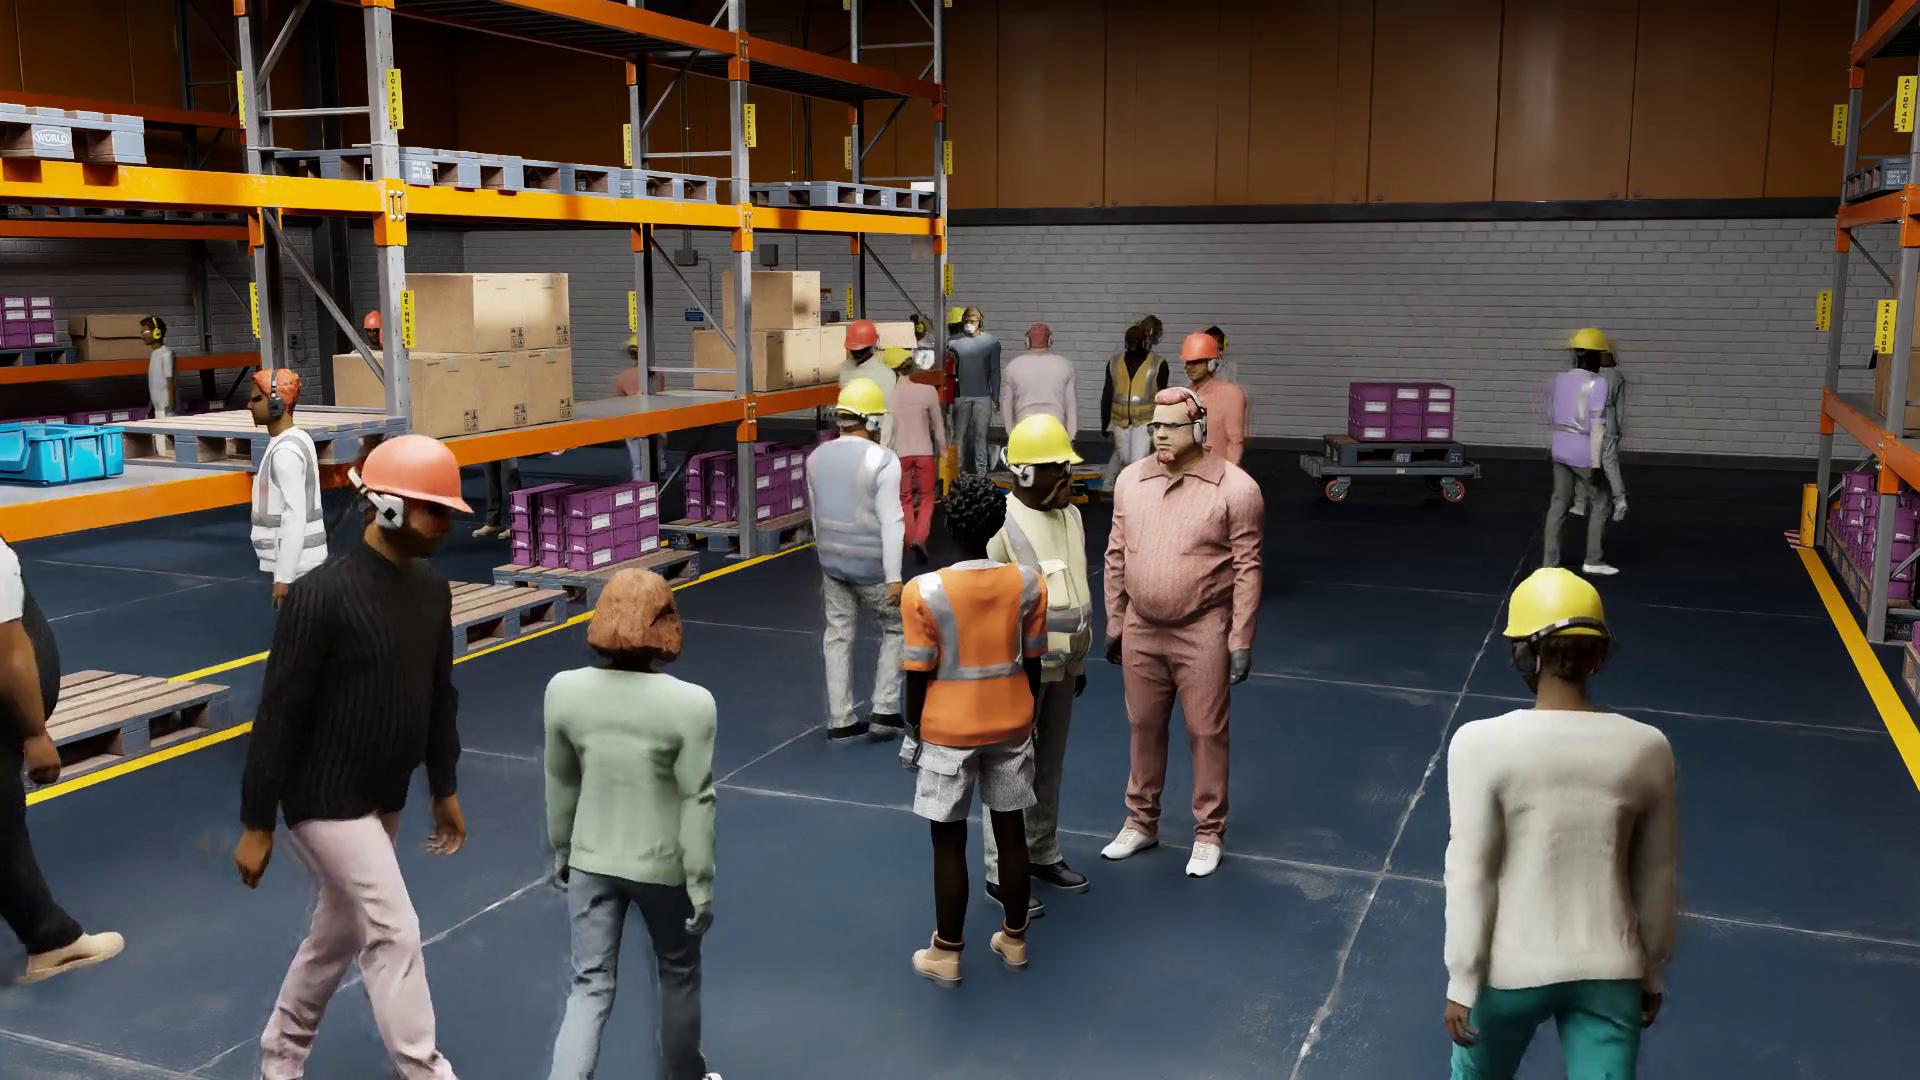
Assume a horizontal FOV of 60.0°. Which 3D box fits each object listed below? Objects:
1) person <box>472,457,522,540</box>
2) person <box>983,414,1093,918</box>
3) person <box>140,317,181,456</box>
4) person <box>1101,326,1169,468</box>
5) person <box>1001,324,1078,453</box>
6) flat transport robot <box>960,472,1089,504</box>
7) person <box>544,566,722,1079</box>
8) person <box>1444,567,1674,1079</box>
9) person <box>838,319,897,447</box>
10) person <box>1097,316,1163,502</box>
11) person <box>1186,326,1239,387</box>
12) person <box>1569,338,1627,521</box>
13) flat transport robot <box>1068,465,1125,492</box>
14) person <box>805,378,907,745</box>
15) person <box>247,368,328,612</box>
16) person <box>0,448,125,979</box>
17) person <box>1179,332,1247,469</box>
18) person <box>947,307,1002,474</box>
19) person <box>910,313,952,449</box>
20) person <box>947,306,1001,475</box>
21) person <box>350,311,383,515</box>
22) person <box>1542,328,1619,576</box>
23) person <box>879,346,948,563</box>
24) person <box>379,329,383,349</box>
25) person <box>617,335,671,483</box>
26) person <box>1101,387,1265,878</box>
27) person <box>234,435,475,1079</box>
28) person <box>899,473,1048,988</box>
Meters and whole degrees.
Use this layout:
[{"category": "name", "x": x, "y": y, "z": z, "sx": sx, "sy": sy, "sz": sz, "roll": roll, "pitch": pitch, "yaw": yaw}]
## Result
[{"category": "person", "x": -4.010, "y": -0.918, "z": 14.411, "sx": 0.506, "sy": 1.841, "sz": 0.346, "roll": 5, "pitch": 11, "yaw": 28}, {"category": "person", "x": 0.282, "y": 0.451, "z": 6.138, "sx": 0.404, "sy": 1.830, "sz": 0.602, "roll": 7, "pitch": 12, "yaw": 38}, {"category": "person", "x": -7.985, "y": -1.290, "z": 16.619, "sx": 0.361, "sy": 1.859, "sz": 0.543, "roll": -8, "pitch": 12, "yaw": -40}, {"category": "person", "x": 1.687, "y": -1.162, "z": 16.001, "sx": 0.635, "sy": 1.809, "sz": 0.907, "roll": 4, "pitch": 10, "yaw": 23}, {"category": "person", "x": 0.673, "y": -0.915, "z": 14.342, "sx": 0.639, "sy": 1.866, "sz": 0.889, "roll": -1, "pitch": 9, "yaw": -5}, {"category": "flat transport robot", "x": 0.617, "y": -0.525, "z": 16.773, "sx": 0.652, "sy": 0.197, "sz": 1.431, "roll": -6, "pitch": 11, "yaw": -31}, {"category": "person", "x": -0.882, "y": 0.873, "z": 4.327, "sx": 0.508, "sy": 1.604, "sz": 0.811, "roll": 2, "pitch": 10, "yaw": 12}, {"category": "person", "x": 1.294, "y": 0.922, "z": 3.668, "sx": 0.543, "sy": 1.697, "sz": 0.862, "roll": 0, "pitch": 9, "yaw": -3}, {"category": "person", "x": -0.786, "y": -0.768, "z": 13.170, "sx": 0.696, "sy": 1.945, "sz": 0.595, "roll": 8, "pitch": 12, "yaw": 41}, {"category": "person", "x": 1.829, "y": -1.276, "z": 16.499, "sx": 0.955, "sy": 1.876, "sz": 0.676, "roll": 1, "pitch": 9, "yaw": 4}, {"category": "person", "x": 2.326, "y": -1.084, "z": 15.503, "sx": 0.536, "sy": 1.825, "sz": 0.979, "roll": 0, "pitch": 9, "yaw": 3}, {"category": "person", "x": 6.002, "y": -1.039, "z": 15.533, "sx": 0.499, "sy": 1.719, "sz": 0.810, "roll": -1, "pitch": 9, "yaw": -5}, {"category": "flat transport robot", "x": 1.359, "y": -0.650, "z": 17.531, "sx": 1.431, "sy": 0.197, "sz": 0.652, "roll": -6, "pitch": 11, "yaw": -31}, {"category": "person", "x": -0.449, "y": 0.106, "z": 8.272, "sx": 0.627, "sy": 1.812, "sz": 0.571, "roll": 7, "pitch": 12, "yaw": 36}, {"category": "person", "x": -3.232, "y": 0.118, "z": 8.006, "sx": 0.356, "sy": 1.882, "sz": 0.574, "roll": -3, "pitch": 10, "yaw": -20}, {"category": "person", "x": -3.149, "y": 0.512, "z": 5.138, "sx": 0.685, "sy": 2.000, "sz": 1.016, "roll": 6, "pitch": 11, "yaw": 31}, {"category": "person", "x": 1.691, "y": -0.435, "z": 11.208, "sx": 0.603, "sy": 1.942, "sz": 1.060, "roll": 7, "pitch": 12, "yaw": 35}, {"category": "person", "x": 0.099, "y": -1.654, "z": 18.669, "sx": 0.676, "sy": 1.901, "sz": 0.601, "roll": -1, "pitch": 9, "yaw": -6}, {"category": "person", "x": -0.429, "y": -1.740, "z": 19.482, "sx": 1.000, "sy": 1.822, "sz": 0.535, "roll": 1, "pitch": 9, "yaw": 4}, {"category": "person", "x": 0.126, "y": -1.518, "z": 17.753, "sx": 0.635, "sy": 1.936, "sz": 0.354, "roll": -1, "pitch": 9, "yaw": -8}, {"category": "person", "x": -5.526, "y": -1.206, "z": 15.846, "sx": 0.545, "sy": 1.943, "sz": 0.347, "roll": -2, "pitch": 10, "yaw": -15}, {"category": "person", "x": 4.740, "y": -0.643, "z": 12.563, "sx": 0.740, "sy": 1.900, "sz": 0.618, "roll": -4, "pitch": 10, "yaw": -21}, {"category": "person", "x": -0.384, "y": -0.655, "z": 13.123, "sx": 0.594, "sy": 1.733, "sz": 0.495, "roll": -2, "pitch": 10, "yaw": -10}, {"category": "person", "x": -4.528, "y": -0.828, "z": 13.683, "sx": 0.581, "sy": 1.887, "sz": 0.894, "roll": -1, "pitch": 9, "yaw": -7}, {"category": "person", "x": -2.896, "y": -1.006, "z": 15.181, "sx": 0.549, "sy": 1.753, "sz": 0.401, "roll": 4, "pitch": 10, "yaw": 25}, {"category": "person", "x": 0.839, "y": 0.357, "z": 6.488, "sx": 0.652, "sy": 1.906, "sz": 0.402, "roll": 6, "pitch": 11, "yaw": 32}, {"category": "person", "x": -1.615, "y": 0.685, "z": 4.452, "sx": 0.875, "sy": 1.932, "sz": 0.666, "roll": 2, "pitch": 10, "yaw": 11}, {"category": "person", "x": 0.043, "y": 0.627, "z": 5.484, "sx": 0.535, "sy": 1.697, "sz": 0.318, "roll": -5, "pitch": 10, "yaw": -26}]
